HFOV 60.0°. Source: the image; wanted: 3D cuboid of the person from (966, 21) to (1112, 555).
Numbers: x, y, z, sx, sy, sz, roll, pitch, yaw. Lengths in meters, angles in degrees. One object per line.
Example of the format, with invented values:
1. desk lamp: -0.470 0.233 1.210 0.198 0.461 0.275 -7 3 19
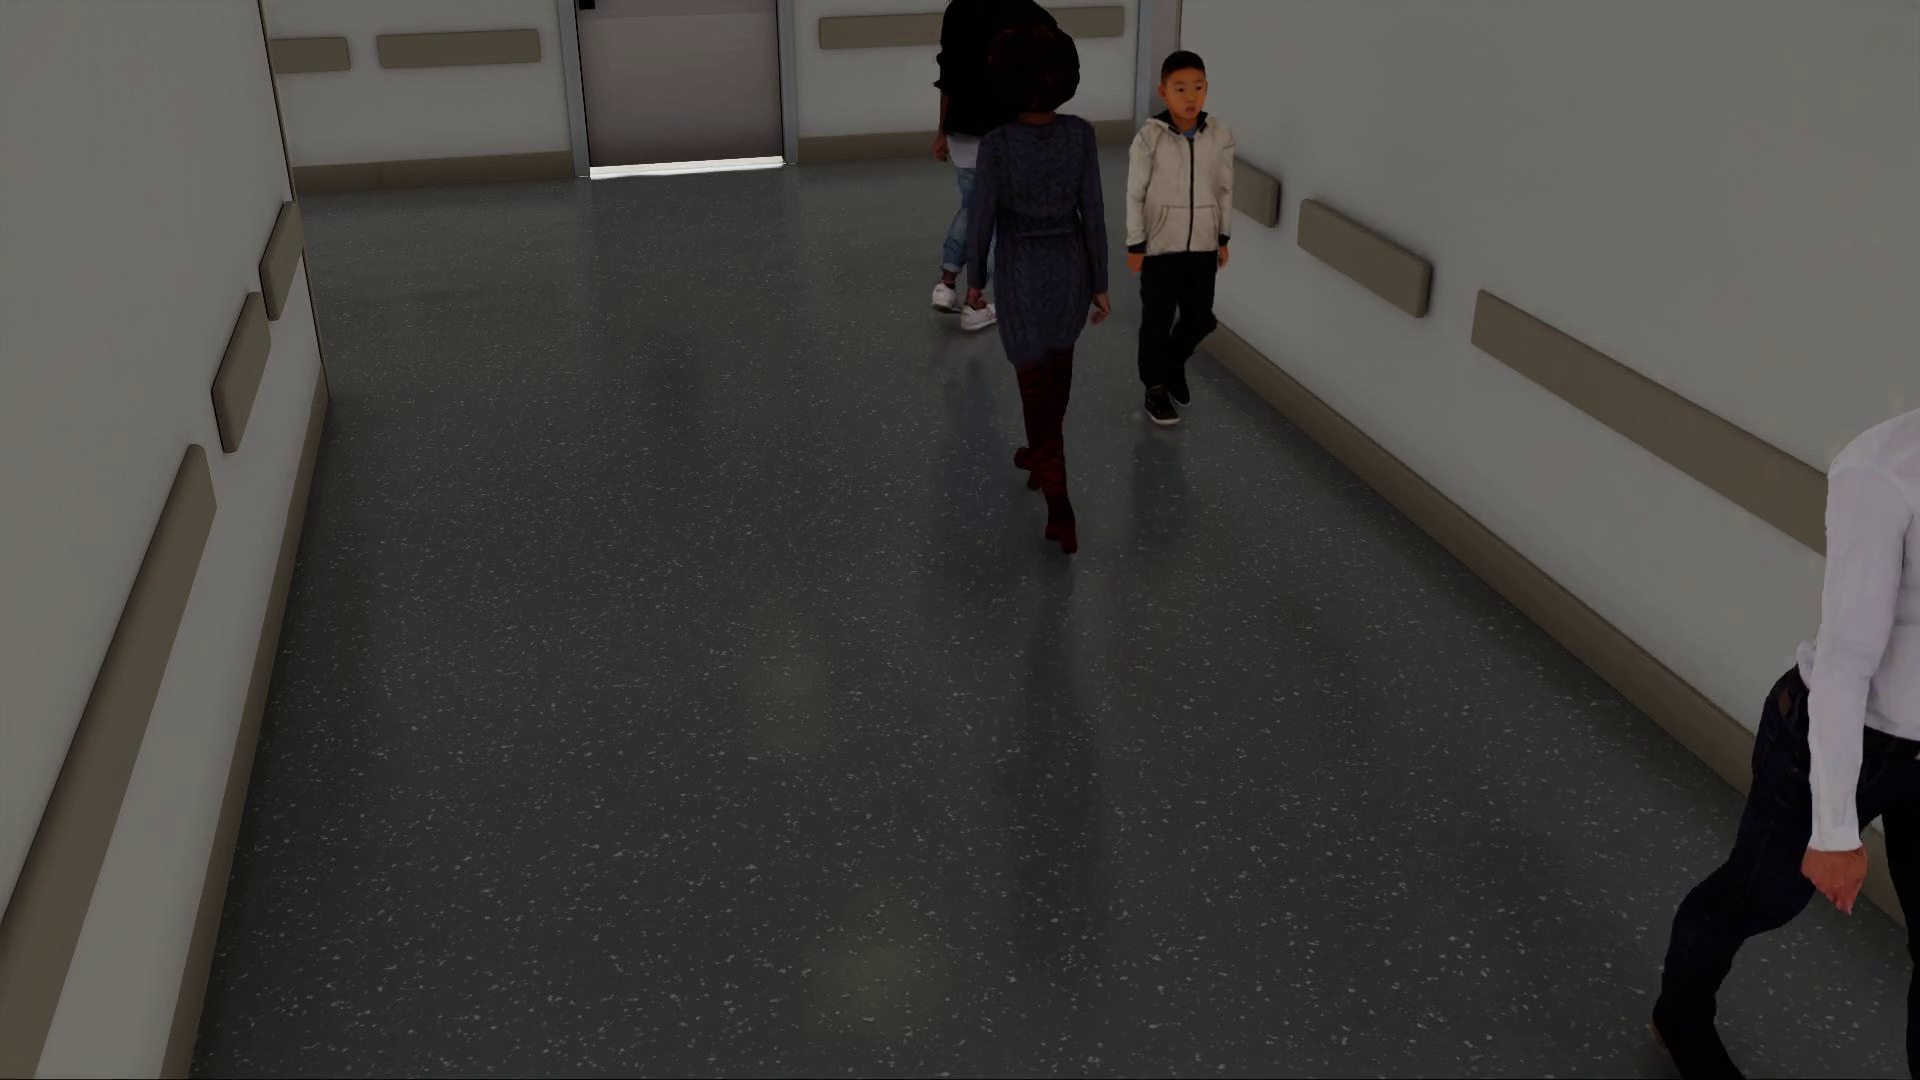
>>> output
1. person: 0.286 -0.749 5.333 0.885 1.681 0.663 -6 26 -13

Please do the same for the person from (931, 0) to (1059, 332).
1. person: 0.106 -1.761 7.323 0.856 1.774 0.914 11 28 22

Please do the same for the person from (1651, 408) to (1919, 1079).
1. person: 1.538 0.328 2.931 1.109 1.828 0.731 -8 27 -16

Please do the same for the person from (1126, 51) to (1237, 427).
1. person: 0.825 -1.177 6.493 0.503 1.443 0.643 -7 27 -14
